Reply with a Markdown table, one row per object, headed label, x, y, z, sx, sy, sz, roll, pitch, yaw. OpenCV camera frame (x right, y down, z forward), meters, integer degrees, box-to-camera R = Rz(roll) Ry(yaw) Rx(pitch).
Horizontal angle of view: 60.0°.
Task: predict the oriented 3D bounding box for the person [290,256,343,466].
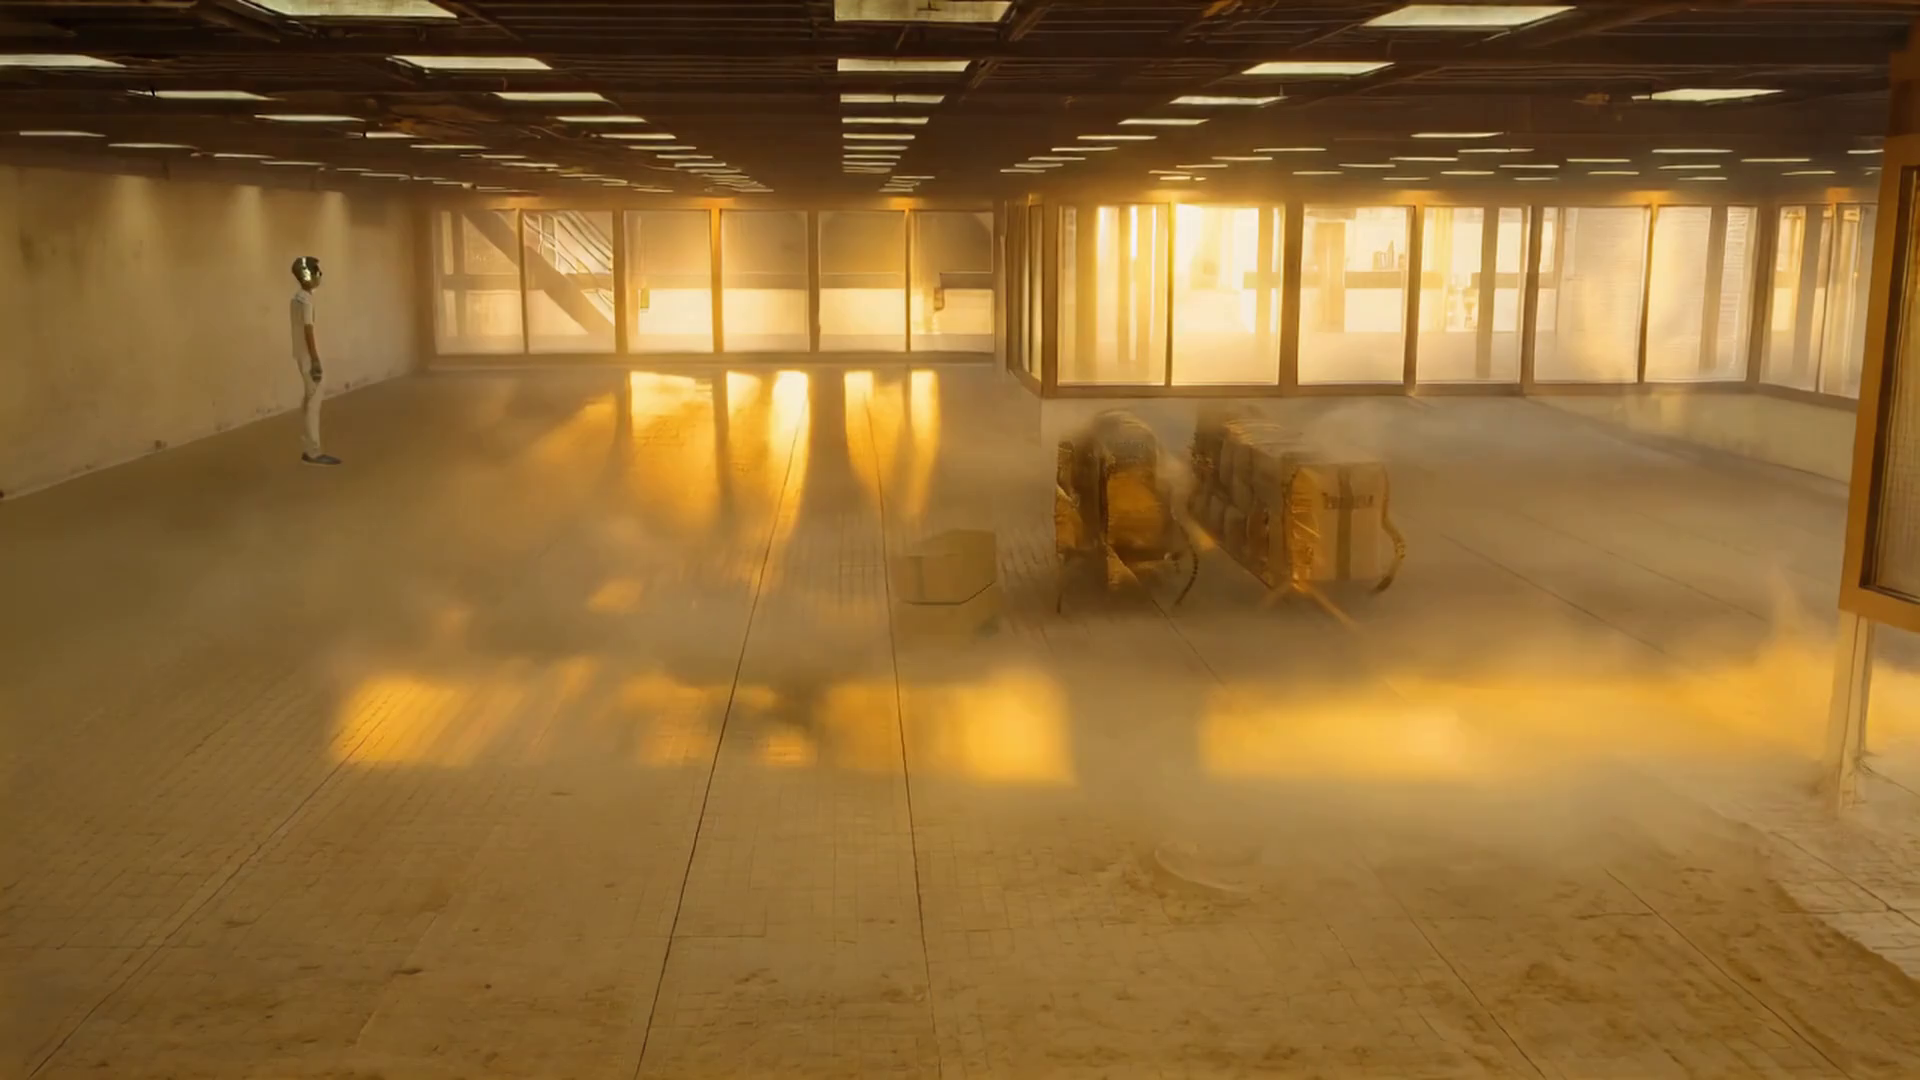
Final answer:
| label | x | y | z | sx | sy | sz | roll | pitch | yaw |
| --- | --- | --- | --- | --- | --- | --- | --- | --- | --- |
| person | -5.806 | -1.600 | 14.925 | 0.328 | 1.872 | 0.514 | -6 | 12 | -29 |
